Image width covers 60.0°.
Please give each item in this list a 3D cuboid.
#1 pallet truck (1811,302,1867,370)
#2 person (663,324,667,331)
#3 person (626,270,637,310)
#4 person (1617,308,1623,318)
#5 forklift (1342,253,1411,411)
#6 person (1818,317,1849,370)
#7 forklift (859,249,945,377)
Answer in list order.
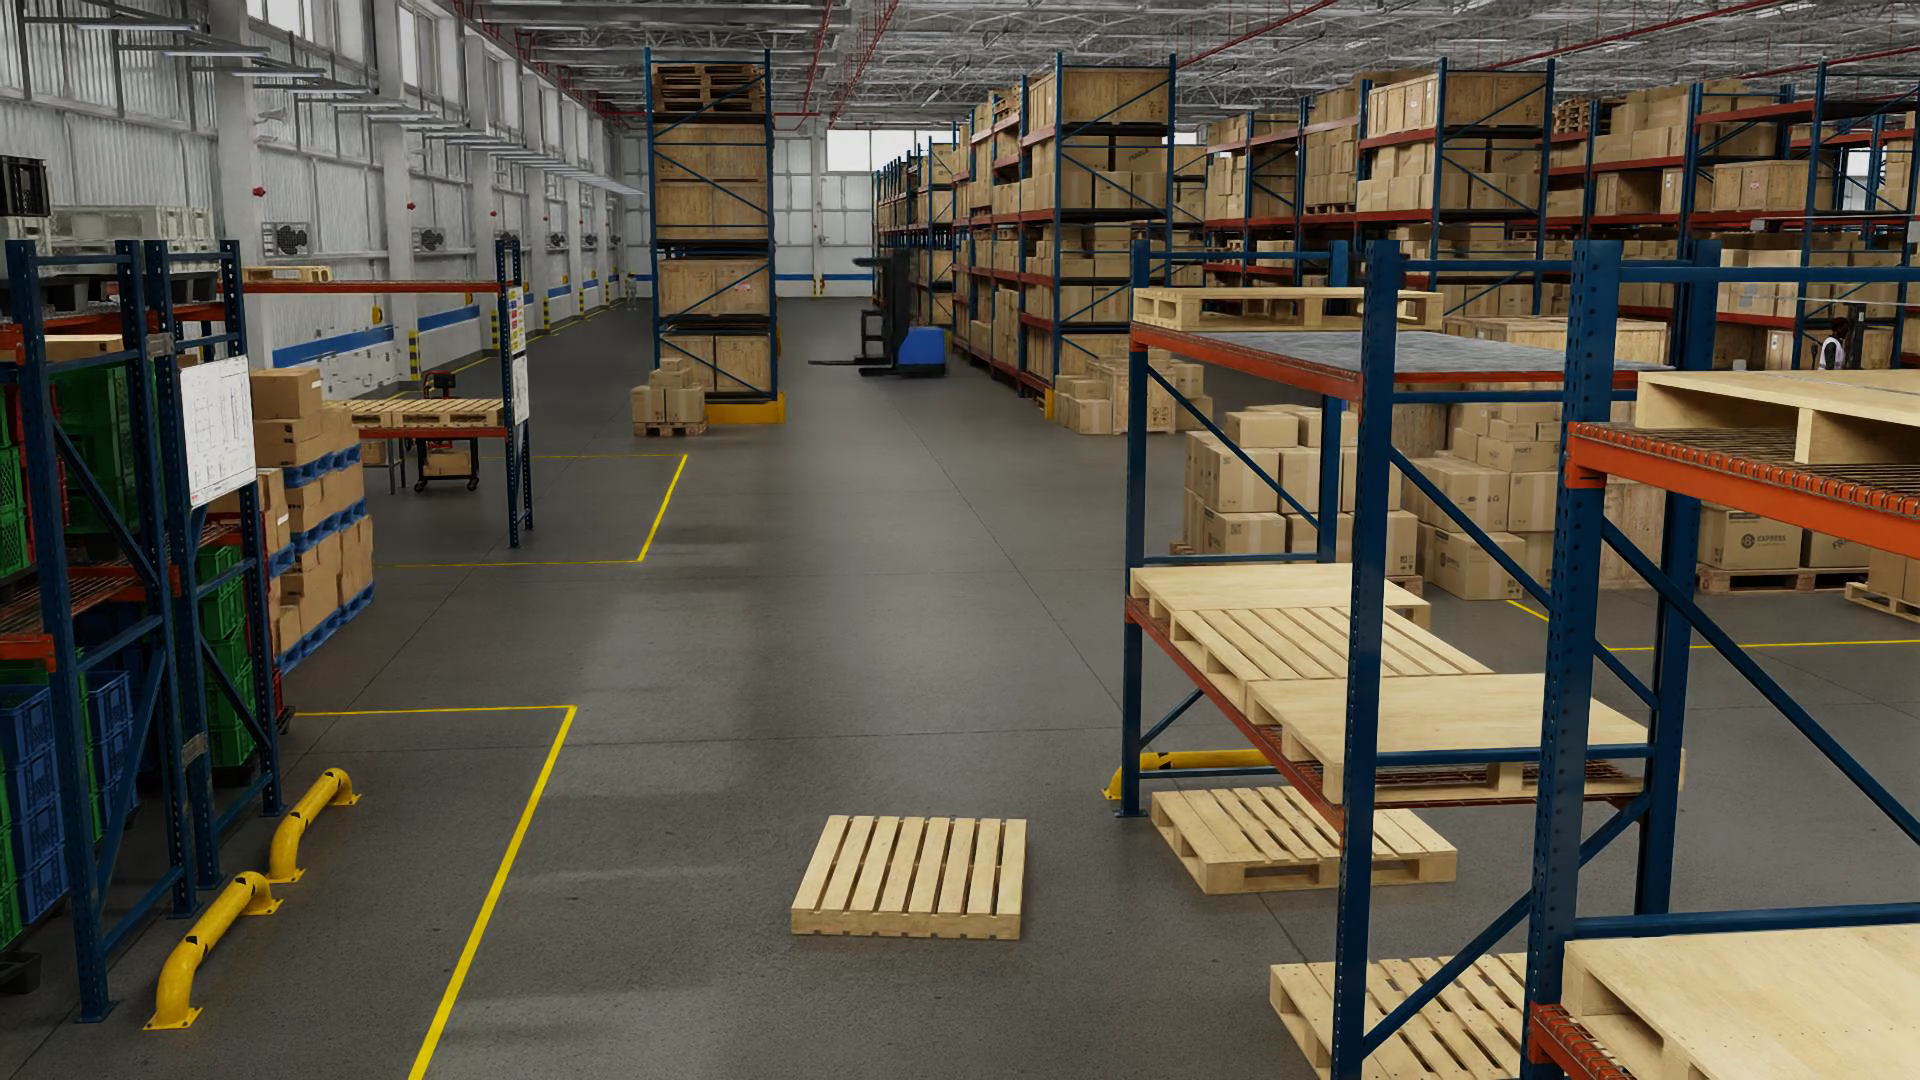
[{"bbox_3d":[15.846,-3.142,28.793,1.885,1.965,0.823,2,10,12],"label":"pallet truck"},{"bbox_3d":[-9.316,-7.450,53.127,0.571,1.833,0.438,-3,11,-14],"label":"person"},{"bbox_3d":[-14.207,-10.795,71.933,0.480,1.734,0.332,-8,13,-36],"label":"person"},{"bbox_3d":[11.590,-3.191,29.491,0.633,1.842,0.429,9,14,42],"label":"person"},{"bbox_3d":[6.598,-3.151,26.395,1.129,2.768,1.873,-1,10,-6],"label":"forklift"},{"bbox_3d":[12.867,-2.339,24.597,0.393,1.911,0.589,7,12,32],"label":"person"},{"bbox_3d":[-1.299,-5.046,36.894,1.873,2.768,1.129,-1,10,-6],"label":"forklift"}]
